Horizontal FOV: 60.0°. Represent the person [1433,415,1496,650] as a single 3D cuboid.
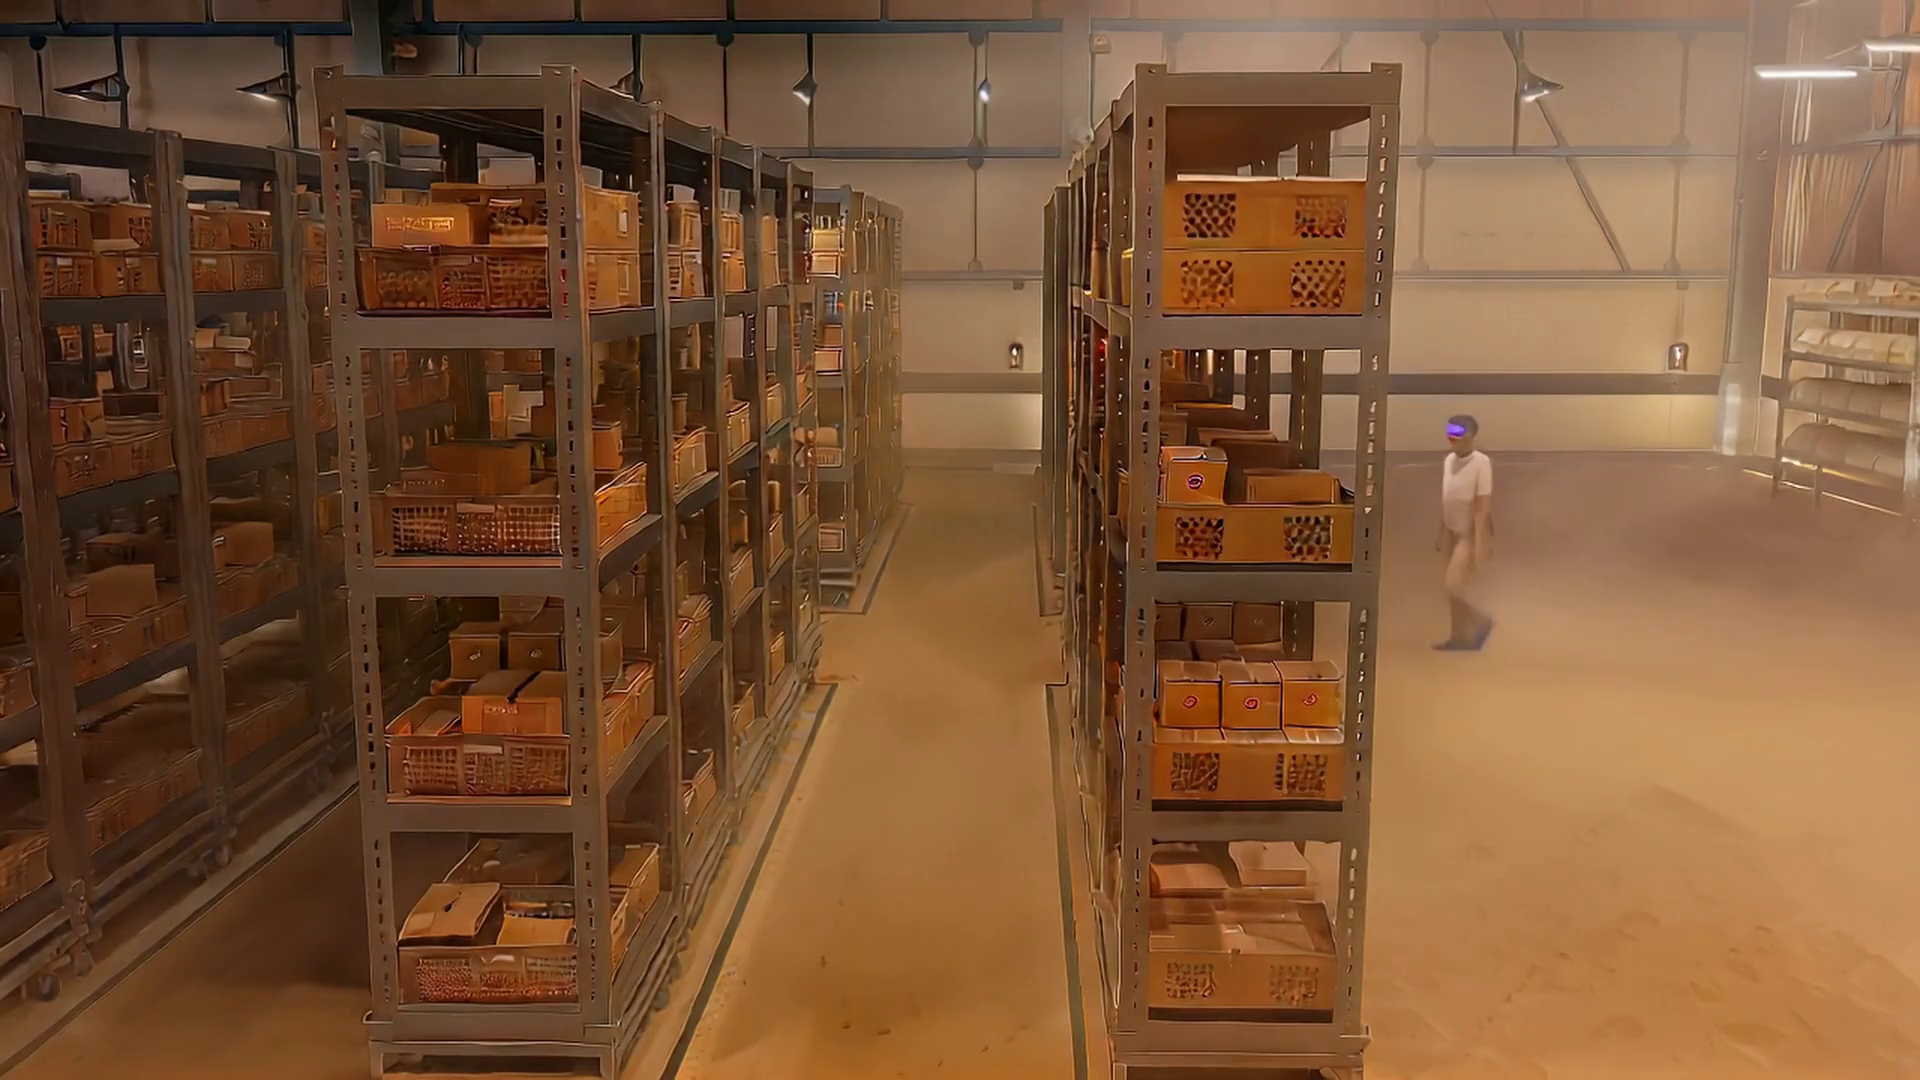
[{"bbox_3d":[3.852,-0.039,12.719,0.441,1.830,0.599,-3,10,-15],"label":"person"}]
